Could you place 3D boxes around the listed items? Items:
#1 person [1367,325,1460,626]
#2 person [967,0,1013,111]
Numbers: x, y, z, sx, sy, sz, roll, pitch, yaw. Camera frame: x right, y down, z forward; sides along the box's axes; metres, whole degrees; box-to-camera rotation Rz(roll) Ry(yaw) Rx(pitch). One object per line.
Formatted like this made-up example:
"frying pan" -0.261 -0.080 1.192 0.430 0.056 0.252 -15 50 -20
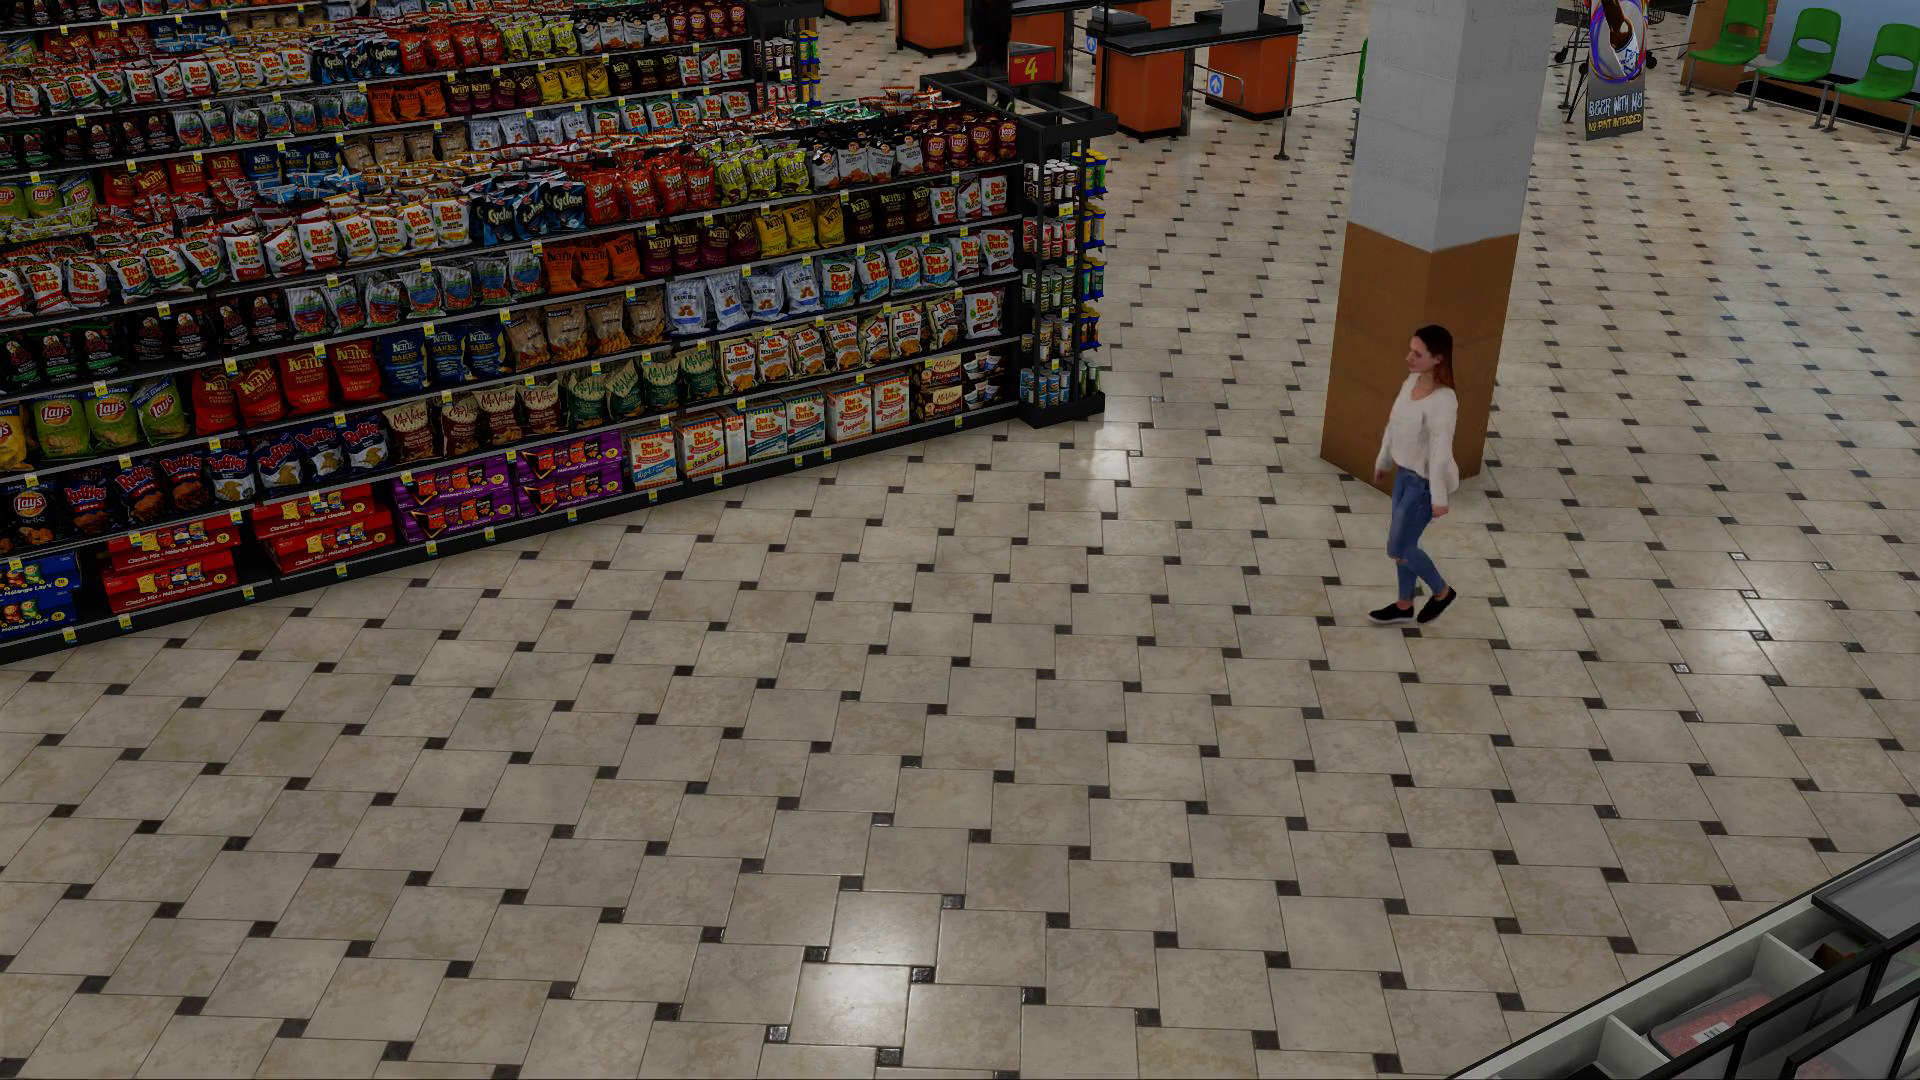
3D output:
"person" 2.395 -0.286 8.372 0.816 1.681 0.776 -1 29 -2
"person" 0.270 -5.368 17.568 1.171 1.789 0.861 -19 34 -31
